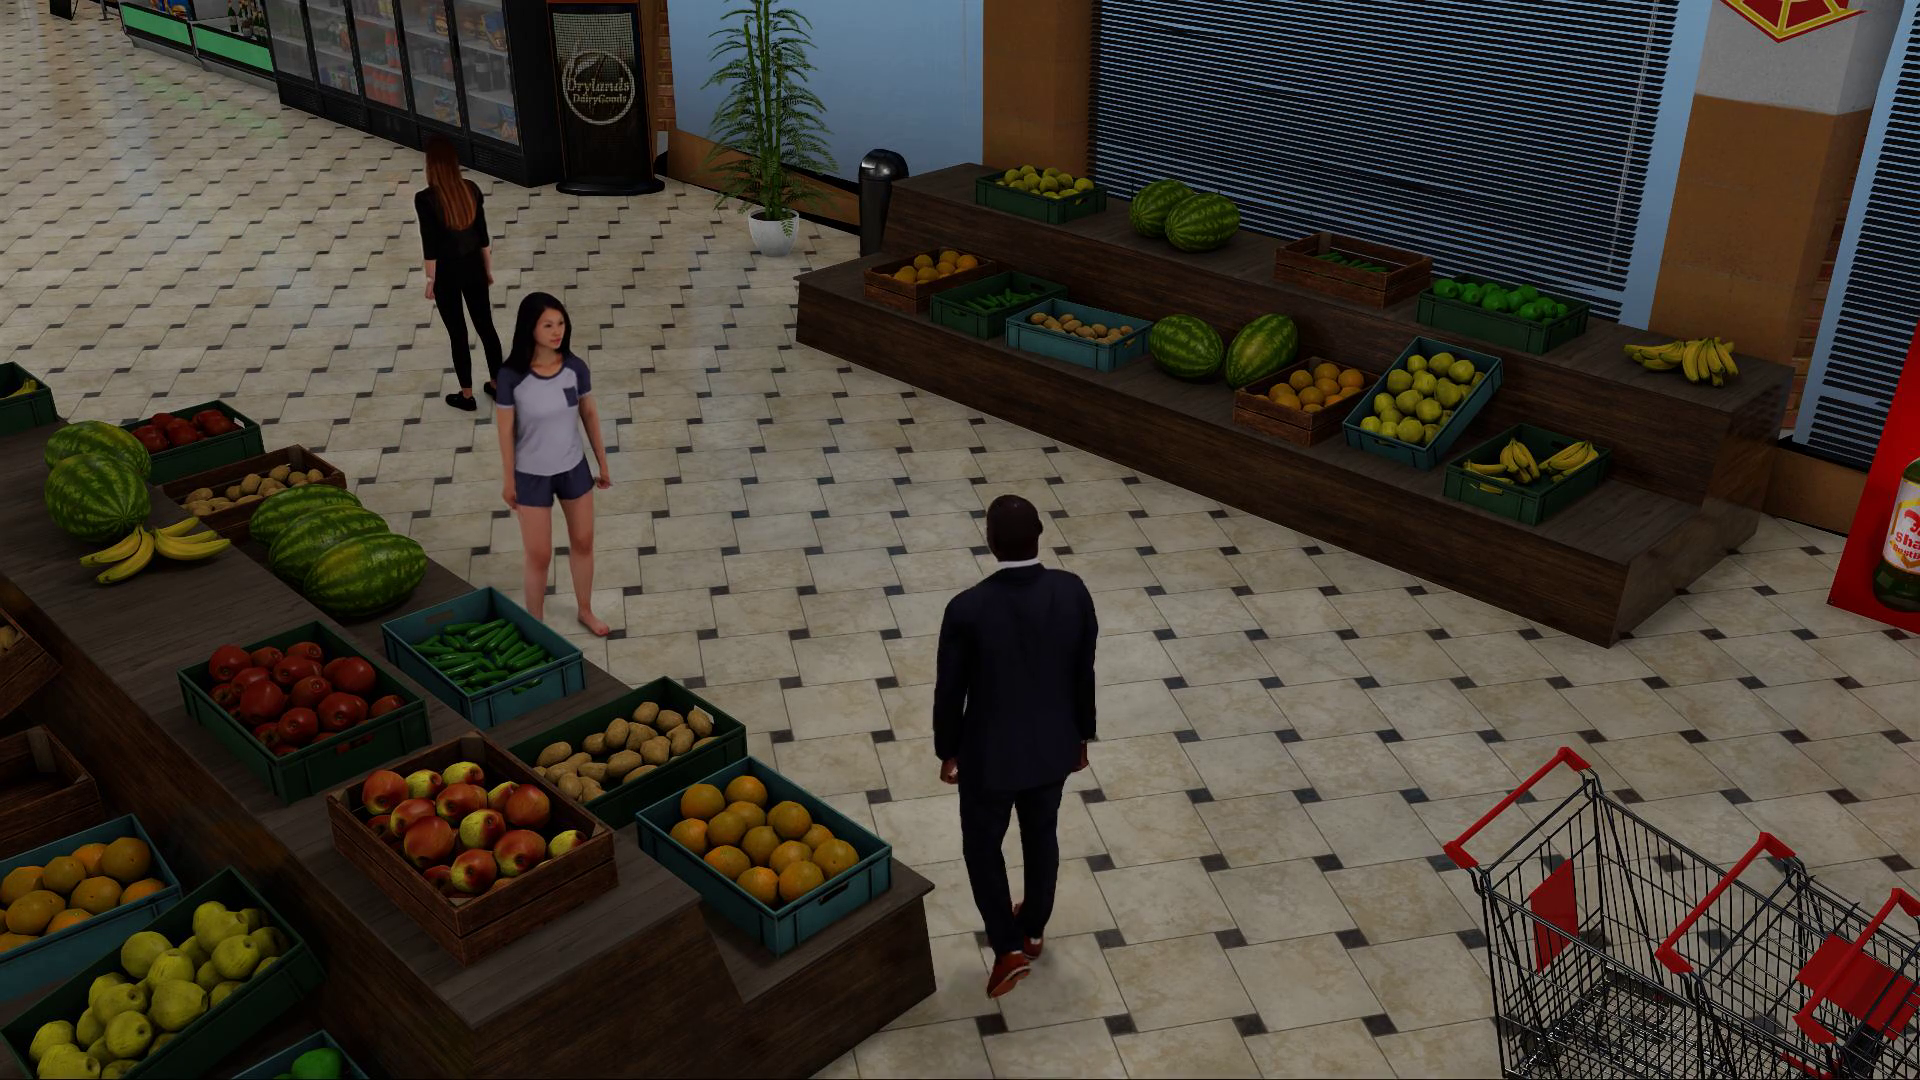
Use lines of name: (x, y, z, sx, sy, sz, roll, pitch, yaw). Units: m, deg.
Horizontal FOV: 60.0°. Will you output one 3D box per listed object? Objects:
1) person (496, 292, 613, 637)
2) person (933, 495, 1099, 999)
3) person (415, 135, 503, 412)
person: (-1.908, -0.345, 7.742, 0.659, 1.702, 0.612, -19, 32, -32)
person: (0.204, 0.735, 5.496, 0.948, 1.806, 1.037, -4, 27, -9)
person: (-3.096, -1.649, 10.301, 0.604, 1.712, 0.514, -23, 35, -38)
